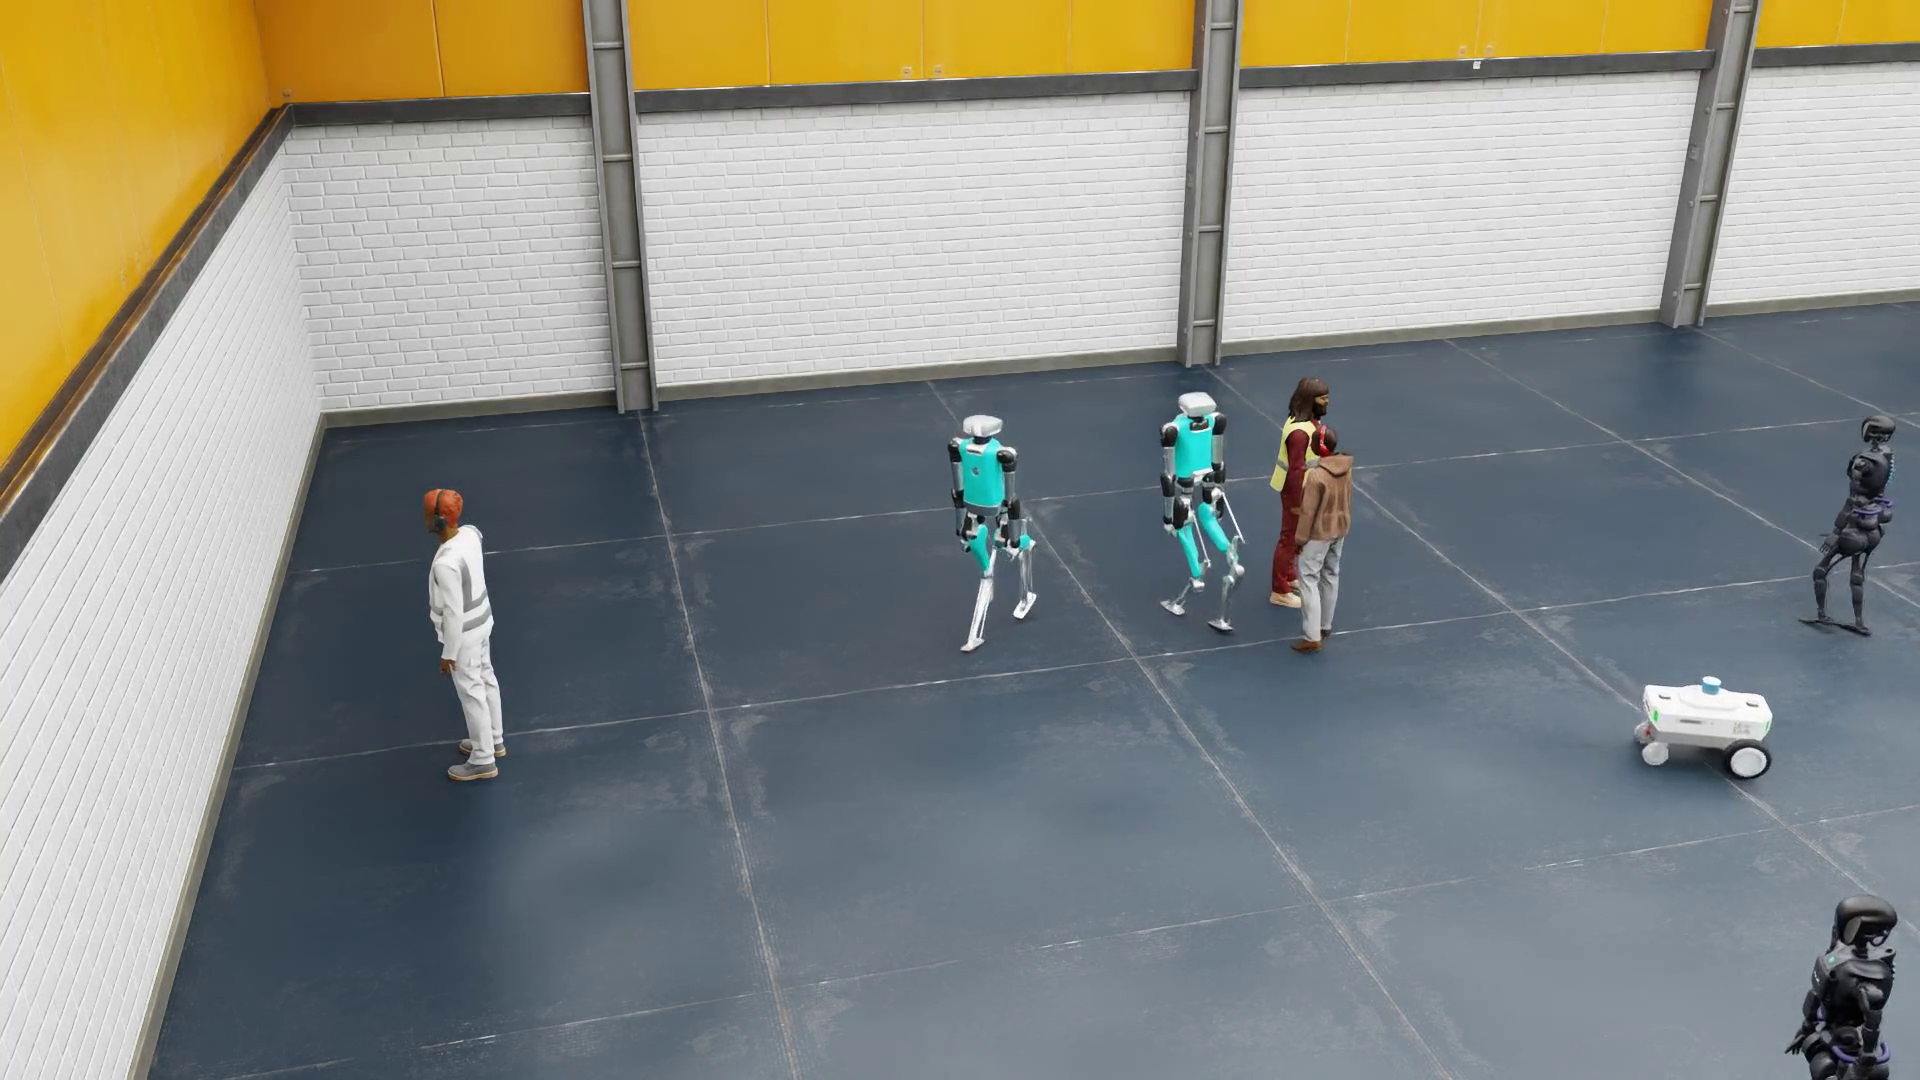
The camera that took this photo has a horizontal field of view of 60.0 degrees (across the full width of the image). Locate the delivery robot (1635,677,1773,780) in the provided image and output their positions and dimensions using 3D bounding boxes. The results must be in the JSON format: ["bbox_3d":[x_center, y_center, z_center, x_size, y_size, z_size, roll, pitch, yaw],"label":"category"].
[{"bbox_3d":[4.677,1.153,10.410,0.815,0.614,0.499,4,24,10],"label":"delivery robot"}]

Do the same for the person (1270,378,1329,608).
[{"bbox_3d":[2.491,-0.362,12.330,0.365,1.765,0.470,9,25,20],"label":"person"}]

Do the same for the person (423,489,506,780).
[{"bbox_3d":[-3.013,0.567,10.071,0.354,1.883,0.572,1,24,1],"label":"person"}]

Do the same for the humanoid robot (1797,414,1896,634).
[{"bbox_3d":[6.405,-0.120,11.887,0.599,1.639,0.502,-17,29,-34],"label":"humanoid robot"}]

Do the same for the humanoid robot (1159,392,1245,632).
[{"bbox_3d":[1.780,-0.137,11.881,0.556,1.780,0.883,-12,27,-26],"label":"humanoid robot"}]

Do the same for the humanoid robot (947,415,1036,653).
[{"bbox_3d":[0.312,-0.114,11.872,0.543,1.777,1.030,14,27,29],"label":"humanoid robot"}]

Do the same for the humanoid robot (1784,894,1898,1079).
[{"bbox_3d":[3.595,2.135,6.810,0.762,1.629,0.590,3,24,7],"label":"humanoid robot"}]

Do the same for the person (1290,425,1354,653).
[{"bbox_3d":[2.571,-0.023,11.706,0.509,1.650,0.382,-16,28,-32],"label":"person"}]
